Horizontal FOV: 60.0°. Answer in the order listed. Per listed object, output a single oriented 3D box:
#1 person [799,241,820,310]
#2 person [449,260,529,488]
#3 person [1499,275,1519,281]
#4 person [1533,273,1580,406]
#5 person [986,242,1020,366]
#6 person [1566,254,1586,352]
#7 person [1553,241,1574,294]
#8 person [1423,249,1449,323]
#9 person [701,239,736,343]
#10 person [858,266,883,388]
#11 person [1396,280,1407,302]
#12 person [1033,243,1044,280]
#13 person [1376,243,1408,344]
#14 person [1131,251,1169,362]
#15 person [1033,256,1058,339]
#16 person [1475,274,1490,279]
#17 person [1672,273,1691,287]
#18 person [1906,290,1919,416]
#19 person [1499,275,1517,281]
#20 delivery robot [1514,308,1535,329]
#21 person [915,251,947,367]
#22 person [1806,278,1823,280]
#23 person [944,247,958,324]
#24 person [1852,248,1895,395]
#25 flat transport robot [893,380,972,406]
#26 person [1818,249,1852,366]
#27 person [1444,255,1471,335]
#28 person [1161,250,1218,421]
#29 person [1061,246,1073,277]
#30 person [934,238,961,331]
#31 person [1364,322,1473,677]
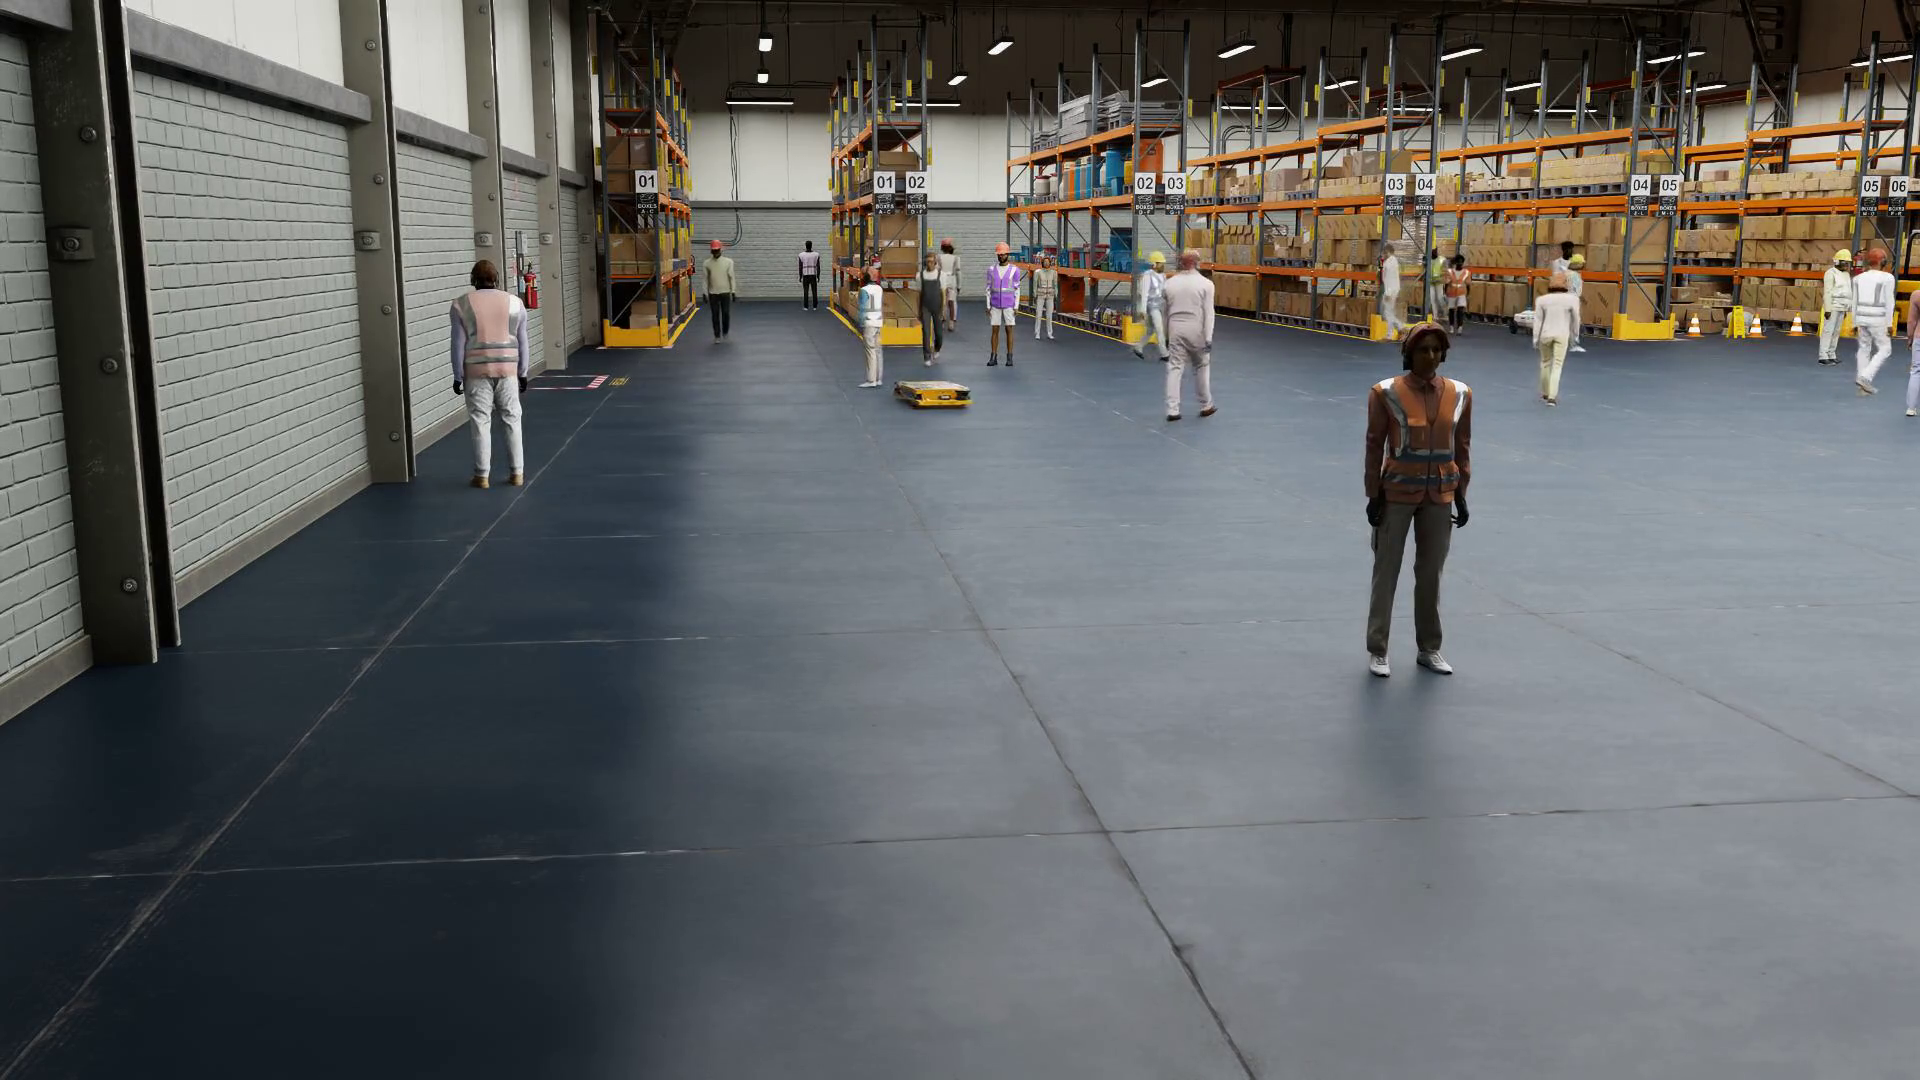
[{"bbox_3d":[-4.167,-7.320,46.062,0.591,1.919,0.392,-2,11,-11],"label":"person"},{"bbox_3d":[-3.818,-1.344,13.508,0.627,1.843,0.429,-6,12,-29],"label":"person"},{"bbox_3d":[16.562,-8.049,50.194,0.996,1.861,0.638,-2,11,-11],"label":"person"},{"bbox_3d":[7.237,-2.440,20.203,0.510,1.591,0.839,6,12,28],"label":"person"},{"bbox_3d":[0.670,-3.703,26.170,0.542,1.939,0.361,2,11,13],"label":"person"},{"bbox_3d":[10.841,-4.209,29.504,0.555,1.729,0.497,9,14,40],"label":"person"},{"bbox_3d":[11.935,-4.936,32.899,0.634,1.946,0.448,-8,13,-36],"label":"person"},{"bbox_3d":[11.230,-6.022,39.276,0.678,1.808,0.490,8,13,39],"label":"person"},{"bbox_3d":[-4.602,-4.714,31.607,0.657,1.975,0.511,0,10,0],"label":"person"},{"bbox_3d":[-1.198,-2.872,22.441,0.309,1.639,0.519,4,11,23],"label":"person"},{"bbox_3d":[10.858,-6.448,41.513,0.612,1.825,0.475,0,10,-2],"label":"person"},{"bbox_3d":[2.322,-8.002,49.901,0.637,1.891,1.043,-2,10,-10],"label":"person"},{"bbox_3d":[8.251,-4.697,31.721,0.532,1.902,0.717,3,11,14],"label":"person"},{"bbox_3d":[3.142,-3.799,27.096,0.902,1.799,0.602,8,13,36],"label":"person"},{"bbox_3d":[1.696,-4.812,33.071,0.513,1.642,0.311,-2,11,-13],"label":"person"},{"bbox_3d":[15.548,-8.045,49.849,1.023,1.964,0.733,-9,14,-40],"label":"person"},{"bbox_3d":[18.708,-6.809,43.210,0.628,1.936,0.375,-2,10,-9],"label":"person"},{"bbox_3d":[10.935,-2.254,18.704,0.312,1.768,0.529,-10,14,-42],"label":"person"},{"bbox_3d":[15.284,-7.345,46.398,0.541,1.846,0.664,-1,10,-4],"label":"person"},{"bbox_3d":[11.813,-4.590,34.576,0.477,0.478,0.707,-1,10,-5],"label":"delivery robot"},{"bbox_3d":[-0.450,-3.655,26.243,0.503,1.820,0.719,0,10,0],"label":"person"},{"bbox_3d":[19.762,-5.925,38.246,0.604,1.986,0.405,1,10,6],"label":"person"},{"bbox_3d":[-0.238,-5.984,39.012,0.519,1.820,0.977,-2,11,-13],"label":"person"},{"bbox_3d":[11.664,-2.779,21.266,0.416,1.877,0.603,-4,11,-22],"label":"person"},{"bbox_3d":[-0.351,-1.798,20.307,0.652,0.197,1.431,-3,11,-15],"label":"flat transport robot"},{"bbox_3d":[13.855,-3.669,26.283,0.597,1.828,0.403,-8,13,-37],"label":"person"},{"bbox_3d":[10.341,-5.102,34.621,0.533,1.656,0.871,3,11,18],"label":"person"},{"bbox_3d":[2.585,-2.281,18.567,0.670,1.861,0.946,6,12,31],"label":"person"},{"bbox_3d":[2.996,-7.562,47.806,0.535,1.767,0.315,-2,11,-12],"label":"person"},{"bbox_3d":[-0.278,-5.499,35.887,0.629,1.992,1.049,-2,10,-9],"label":"person"},{"bbox_3d":[2.113,-0.185,7.708,0.514,1.641,0.307,-1,10,-8],"label":"person"}]
